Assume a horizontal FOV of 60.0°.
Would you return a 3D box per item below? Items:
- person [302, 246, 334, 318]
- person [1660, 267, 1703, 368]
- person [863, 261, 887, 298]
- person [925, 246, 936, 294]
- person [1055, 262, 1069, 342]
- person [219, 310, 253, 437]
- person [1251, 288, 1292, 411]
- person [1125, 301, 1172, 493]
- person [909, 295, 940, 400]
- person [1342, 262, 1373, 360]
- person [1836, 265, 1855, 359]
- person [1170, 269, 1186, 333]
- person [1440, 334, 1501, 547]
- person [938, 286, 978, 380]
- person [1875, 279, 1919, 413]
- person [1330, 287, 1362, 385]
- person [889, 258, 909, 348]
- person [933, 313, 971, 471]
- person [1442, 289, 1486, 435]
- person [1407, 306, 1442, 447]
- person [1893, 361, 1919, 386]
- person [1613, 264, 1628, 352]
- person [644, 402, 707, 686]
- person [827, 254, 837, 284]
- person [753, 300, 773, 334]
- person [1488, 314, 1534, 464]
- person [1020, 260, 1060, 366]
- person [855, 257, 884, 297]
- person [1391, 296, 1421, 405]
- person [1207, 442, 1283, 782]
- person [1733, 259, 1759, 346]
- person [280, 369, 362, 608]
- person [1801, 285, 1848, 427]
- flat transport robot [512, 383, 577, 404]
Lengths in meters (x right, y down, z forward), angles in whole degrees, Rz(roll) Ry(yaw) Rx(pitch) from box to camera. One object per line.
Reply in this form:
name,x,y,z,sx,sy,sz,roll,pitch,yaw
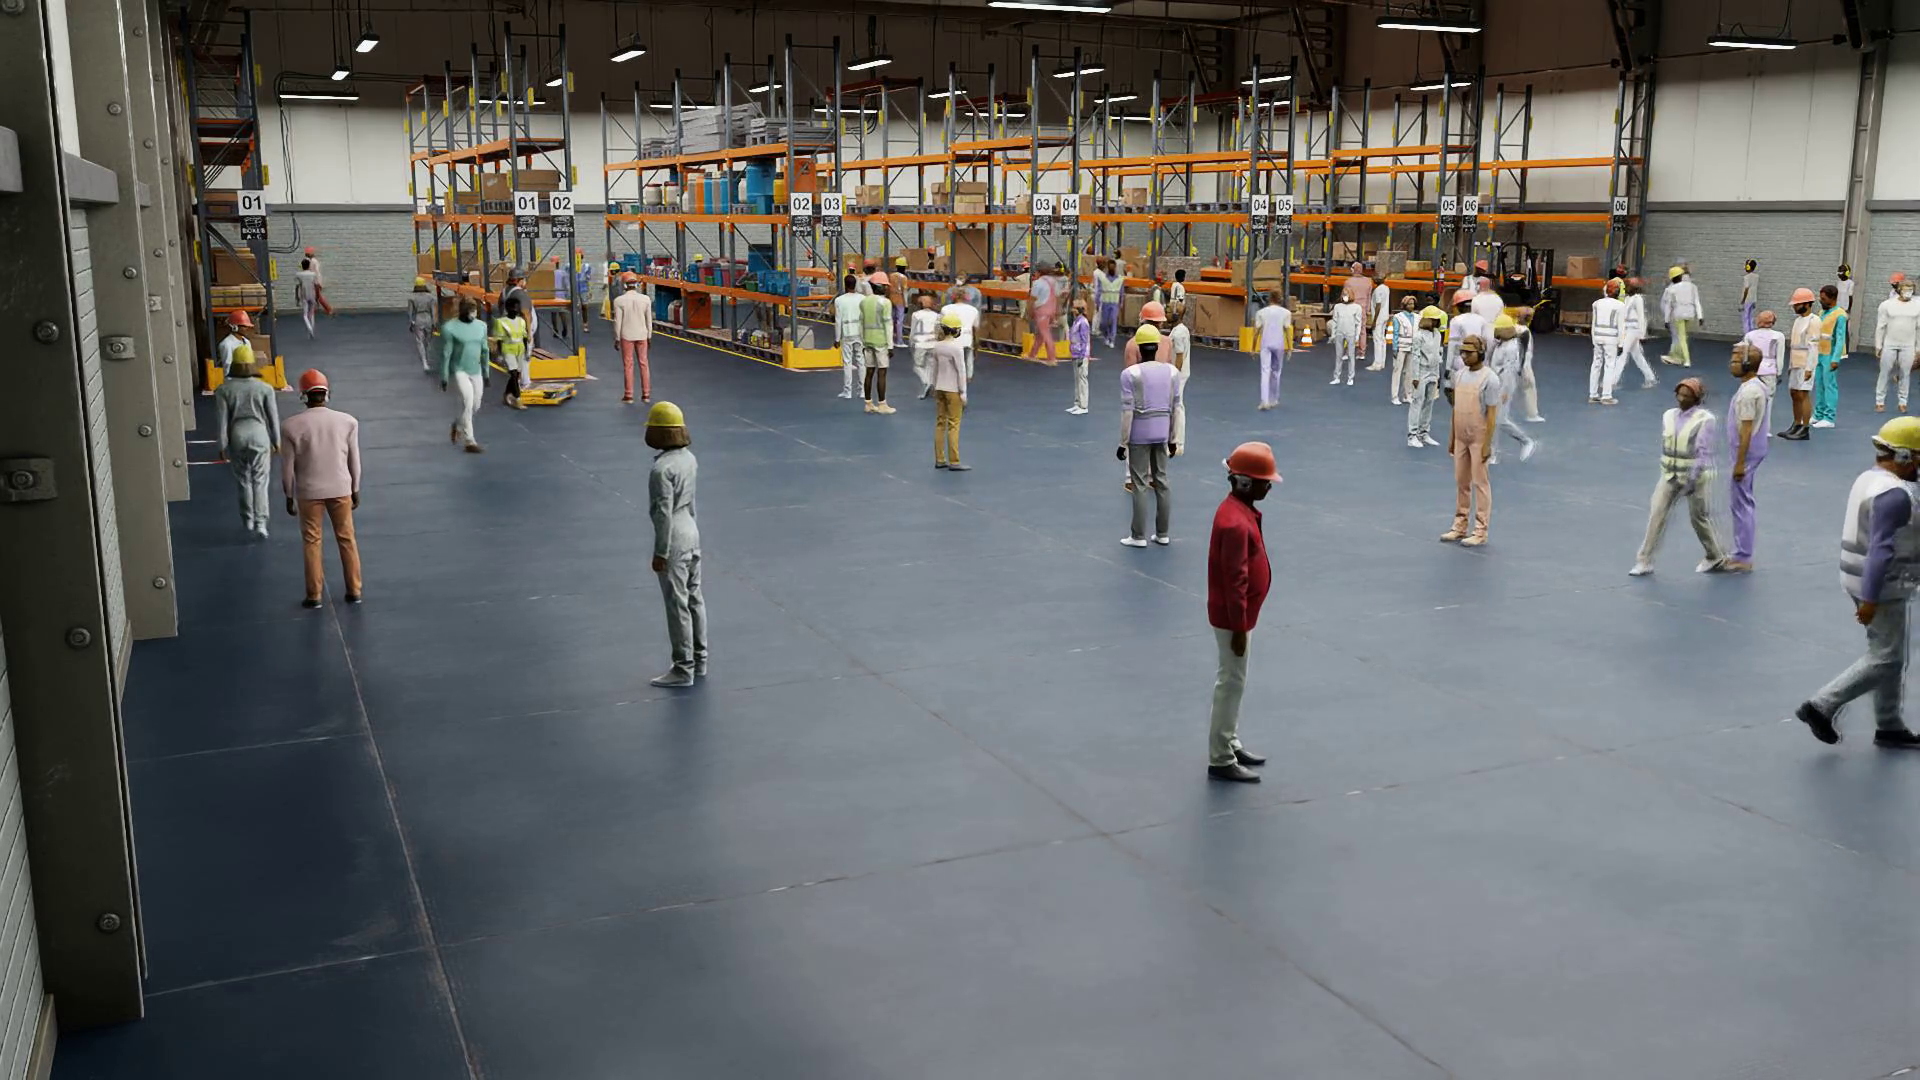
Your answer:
person,-17.706,-7.078,45.713,0.890,1.968,0.629,-11,15,-43
person,13.543,-4.185,31.271,0.660,1.853,0.970,-1,11,-7
person,-1.855,-5.095,35.970,0.655,1.876,0.865,-6,12,-26
person,-0.722,-6.468,42.435,0.413,2.036,0.606,-3,11,-13
person,2.139,-4.929,35.062,0.329,1.861,0.499,-5,12,-24
person,-8.426,-1.817,19.527,0.350,1.743,0.564,1,11,7
person,4.578,-2.803,24.467,0.579,1.785,1.011,2,11,12
person,1.954,-1.454,17.088,0.617,1.982,0.406,-8,14,-36
person,-0.511,-2.960,25.625,0.551,1.621,0.516,-7,13,-32
person,7.744,-4.477,32.624,0.640,1.910,0.407,-4,12,-21
person,17.516,-4.530,33.026,0.322,1.861,0.513,-1,11,-6
person,4.637,-4.914,35.411,0.326,1.685,0.538,-2,11,-12
person,4.448,-0.867,14.456,0.339,1.839,0.504,-5,12,-25
person,0.000,-2.801,24.355,0.614,1.815,0.658,-4,12,-18
person,13.559,-2.793,24.012,0.631,1.932,0.363,4,12,21
person,6.485,-3.423,27.965,0.498,1.633,0.285,7,13,30
person,-1.298,-5.094,35.751,0.413,1.917,0.585,-9,15,-40
person,-0.096,-1.660,18.670,0.312,1.768,0.530,-9,14,-37
person,6.485,-2.248,21.327,0.684,1.892,0.549,-5,12,-23
person,5.780,-2.021,20.561,0.493,1.743,0.311,-8,14,-36
person,15.261,-3.247,26.283,0.607,1.948,0.590,-10,15,-41
person,13.388,-4.702,33.917,0.389,1.848,0.563,6,12,27
person,-1.761,0.024,10.167,0.321,1.743,0.488,3,12,15
person,-3.845,-7.951,51.014,0.500,1.612,0.365,-5,12,-24
person,-4.566,-5.773,38.886,0.641,2.035,0.412,1,11,7
person,6.244,-1.717,19.034,0.568,1.728,0.500,0,11,-2
person,1.505,-4.348,31.627,1.032,2.000,0.697,8,14,35
person,-1.735,-4.507,32.530,0.605,2.014,0.801,-4,12,-21
person,6.719,-2.856,25.067,0.518,1.640,0.307,-5,12,-26
person,1.436,0.363,8.461,0.355,1.739,0.574,2,11,11
person,17.095,-5.143,36.106,0.528,1.871,0.323,-9,14,-37
person,-4.693,-0.382,12.237,0.560,1.743,0.352,-7,13,-33
person,11.702,-2.467,22.425,0.393,1.902,0.587,0,11,1
flat transport robot,-6.364,-2.258,25.519,0.652,0.197,1.431,0,11,0
